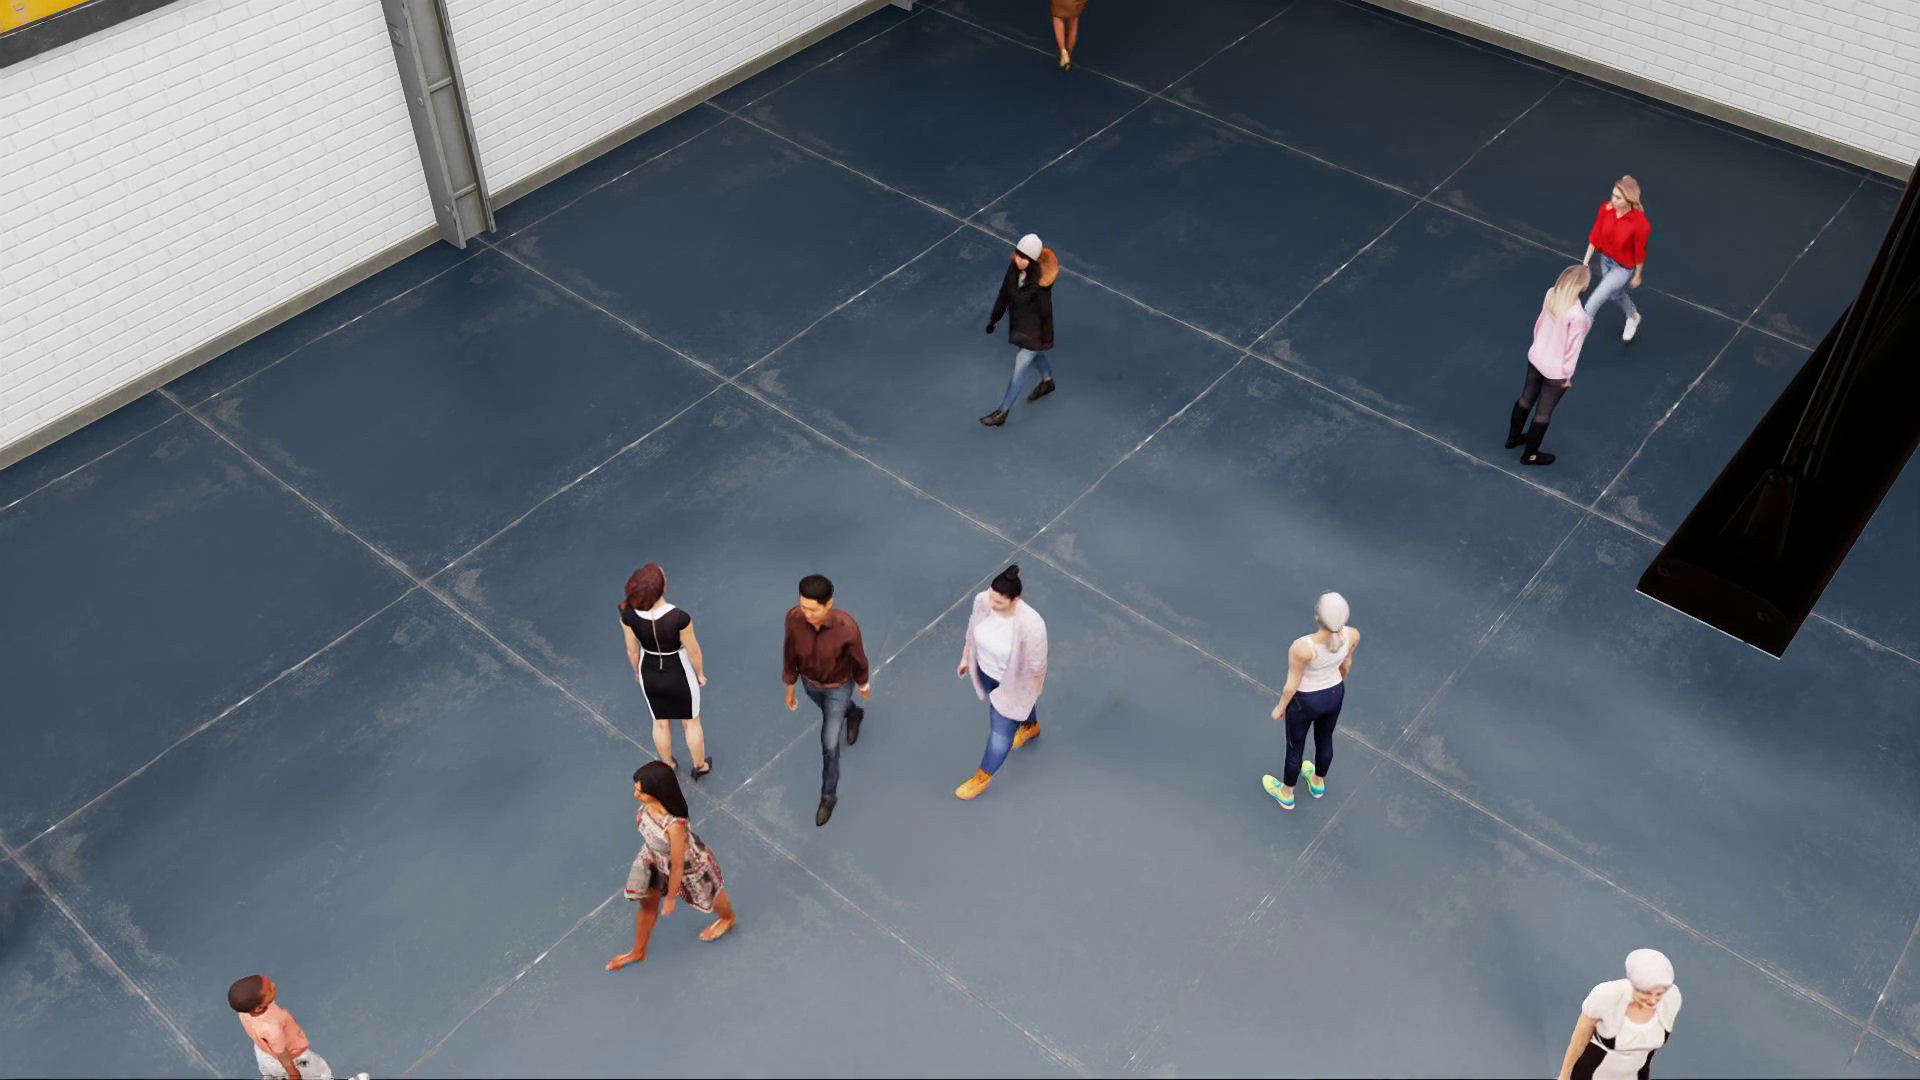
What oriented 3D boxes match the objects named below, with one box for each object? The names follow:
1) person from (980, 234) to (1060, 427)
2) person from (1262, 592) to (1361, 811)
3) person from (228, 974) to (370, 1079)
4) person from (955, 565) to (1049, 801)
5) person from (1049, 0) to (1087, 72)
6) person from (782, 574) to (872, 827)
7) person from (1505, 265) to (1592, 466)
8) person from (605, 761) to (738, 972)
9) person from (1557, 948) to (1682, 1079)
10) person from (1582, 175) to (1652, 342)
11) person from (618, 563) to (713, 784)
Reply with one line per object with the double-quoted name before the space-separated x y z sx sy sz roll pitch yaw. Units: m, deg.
"person" 0.568 -1.638 12.565 1.107 1.594 0.829 -25 49 -24
"person" 2.085 0.950 9.769 0.628 1.702 0.744 -15 46 -15
"person" -3.466 2.593 8.335 0.513 1.301 0.873 32 52 29
"person" 0.364 0.741 9.987 1.093 1.705 0.818 -29 51 -27
"person" 1.088 -5.378 16.429 0.777 1.677 0.842 -2 44 -2
"person" -0.764 0.781 9.924 0.895 1.734 1.216 13 45 13
"person" 4.296 -1.290 12.131 0.715 1.688 0.686 -11 45 -11
"person" -1.454 1.710 9.037 1.066 1.611 0.777 -29 51 -27
"person" 3.155 2.461 8.158 0.845 1.736 0.908 1 44 2
"person" 5.209 -2.132 13.052 1.274 1.637 0.932 -22 48 -21
"person" -1.723 0.819 9.838 0.645 1.796 0.668 3 44 3
